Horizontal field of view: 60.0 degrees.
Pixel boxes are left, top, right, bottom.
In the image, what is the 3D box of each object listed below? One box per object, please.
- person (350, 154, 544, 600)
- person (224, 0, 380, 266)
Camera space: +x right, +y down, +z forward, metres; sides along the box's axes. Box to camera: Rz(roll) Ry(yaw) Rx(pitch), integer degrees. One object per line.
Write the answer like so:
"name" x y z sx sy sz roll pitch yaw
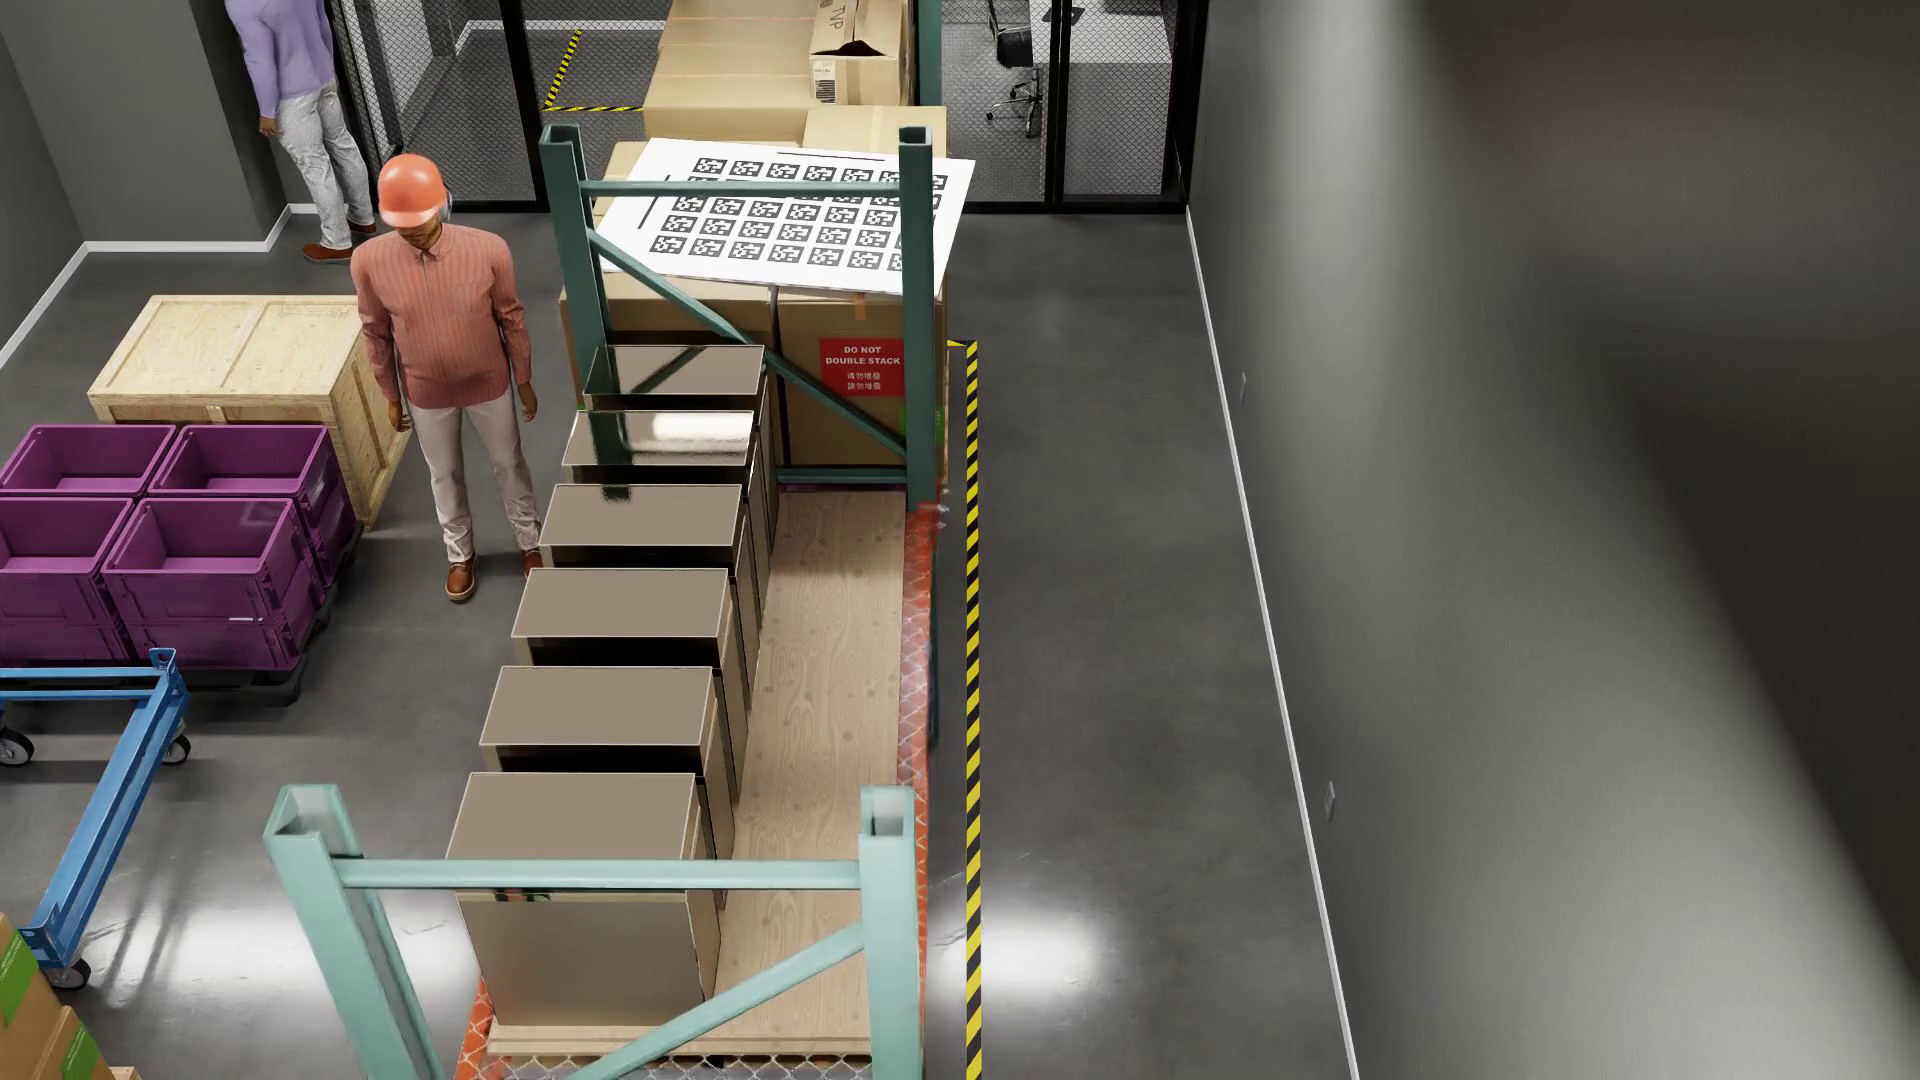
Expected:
"person" -1.978 -0.616 6.550 0.612 1.993 0.386 -10 42 -11
"person" -3.405 -2.328 8.547 0.376 1.940 0.629 12 43 13
